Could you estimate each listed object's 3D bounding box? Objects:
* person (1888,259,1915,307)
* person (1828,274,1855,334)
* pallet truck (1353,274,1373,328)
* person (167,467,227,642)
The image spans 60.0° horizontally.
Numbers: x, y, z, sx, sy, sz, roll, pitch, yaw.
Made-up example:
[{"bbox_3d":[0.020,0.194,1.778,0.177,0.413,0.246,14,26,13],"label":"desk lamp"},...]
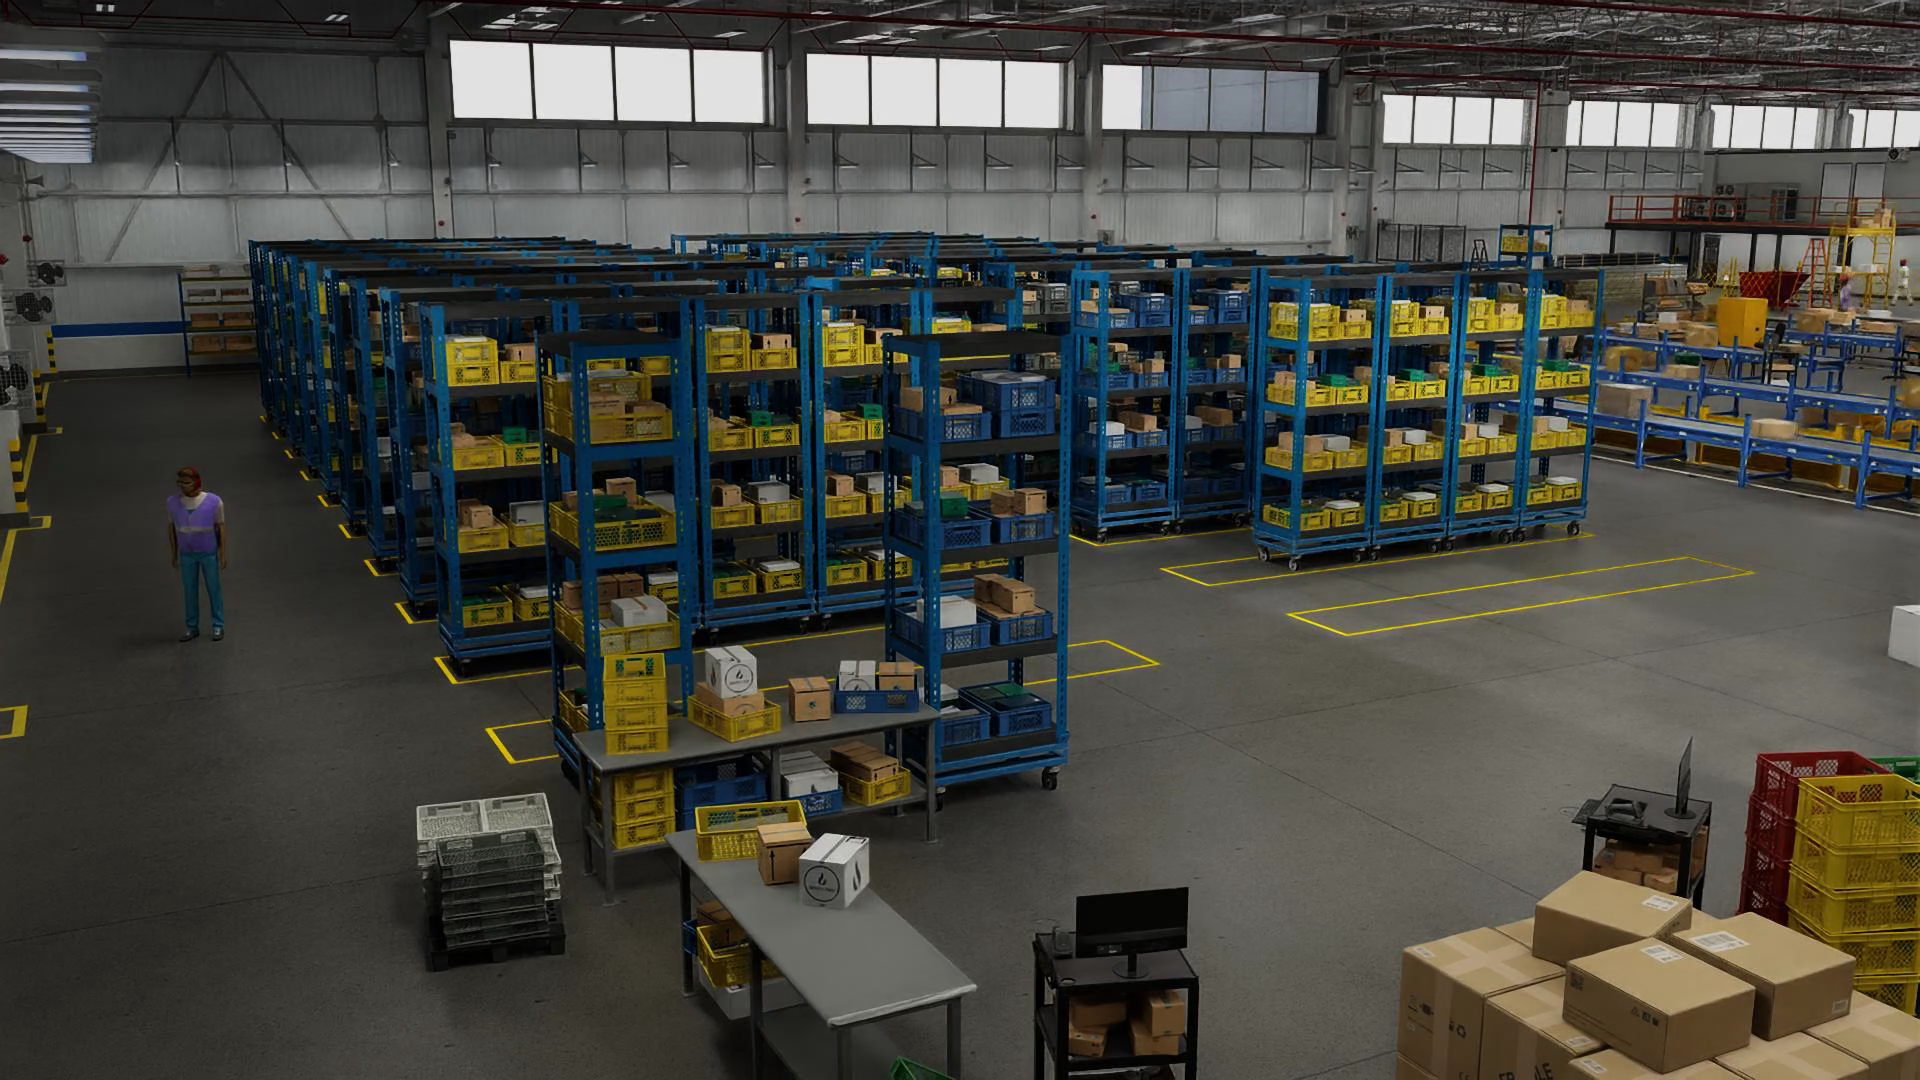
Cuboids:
[{"bbox_3d":[36.815,-10.024,64.846,0.582,1.852,0.917,-6,13,-26],"label":"person"},{"bbox_3d":[27.182,-7.191,51.265,1.101,1.968,0.636,2,12,9],"label":"person"},{"bbox_3d":[13.011,-8.050,55.243,0.823,1.965,1.885,-7,14,-28],"label":"pallet truck"},{"bbox_3d":[-7.908,0.141,17.305,0.564,1.837,0.392,-1,12,-5],"label":"person"}]
